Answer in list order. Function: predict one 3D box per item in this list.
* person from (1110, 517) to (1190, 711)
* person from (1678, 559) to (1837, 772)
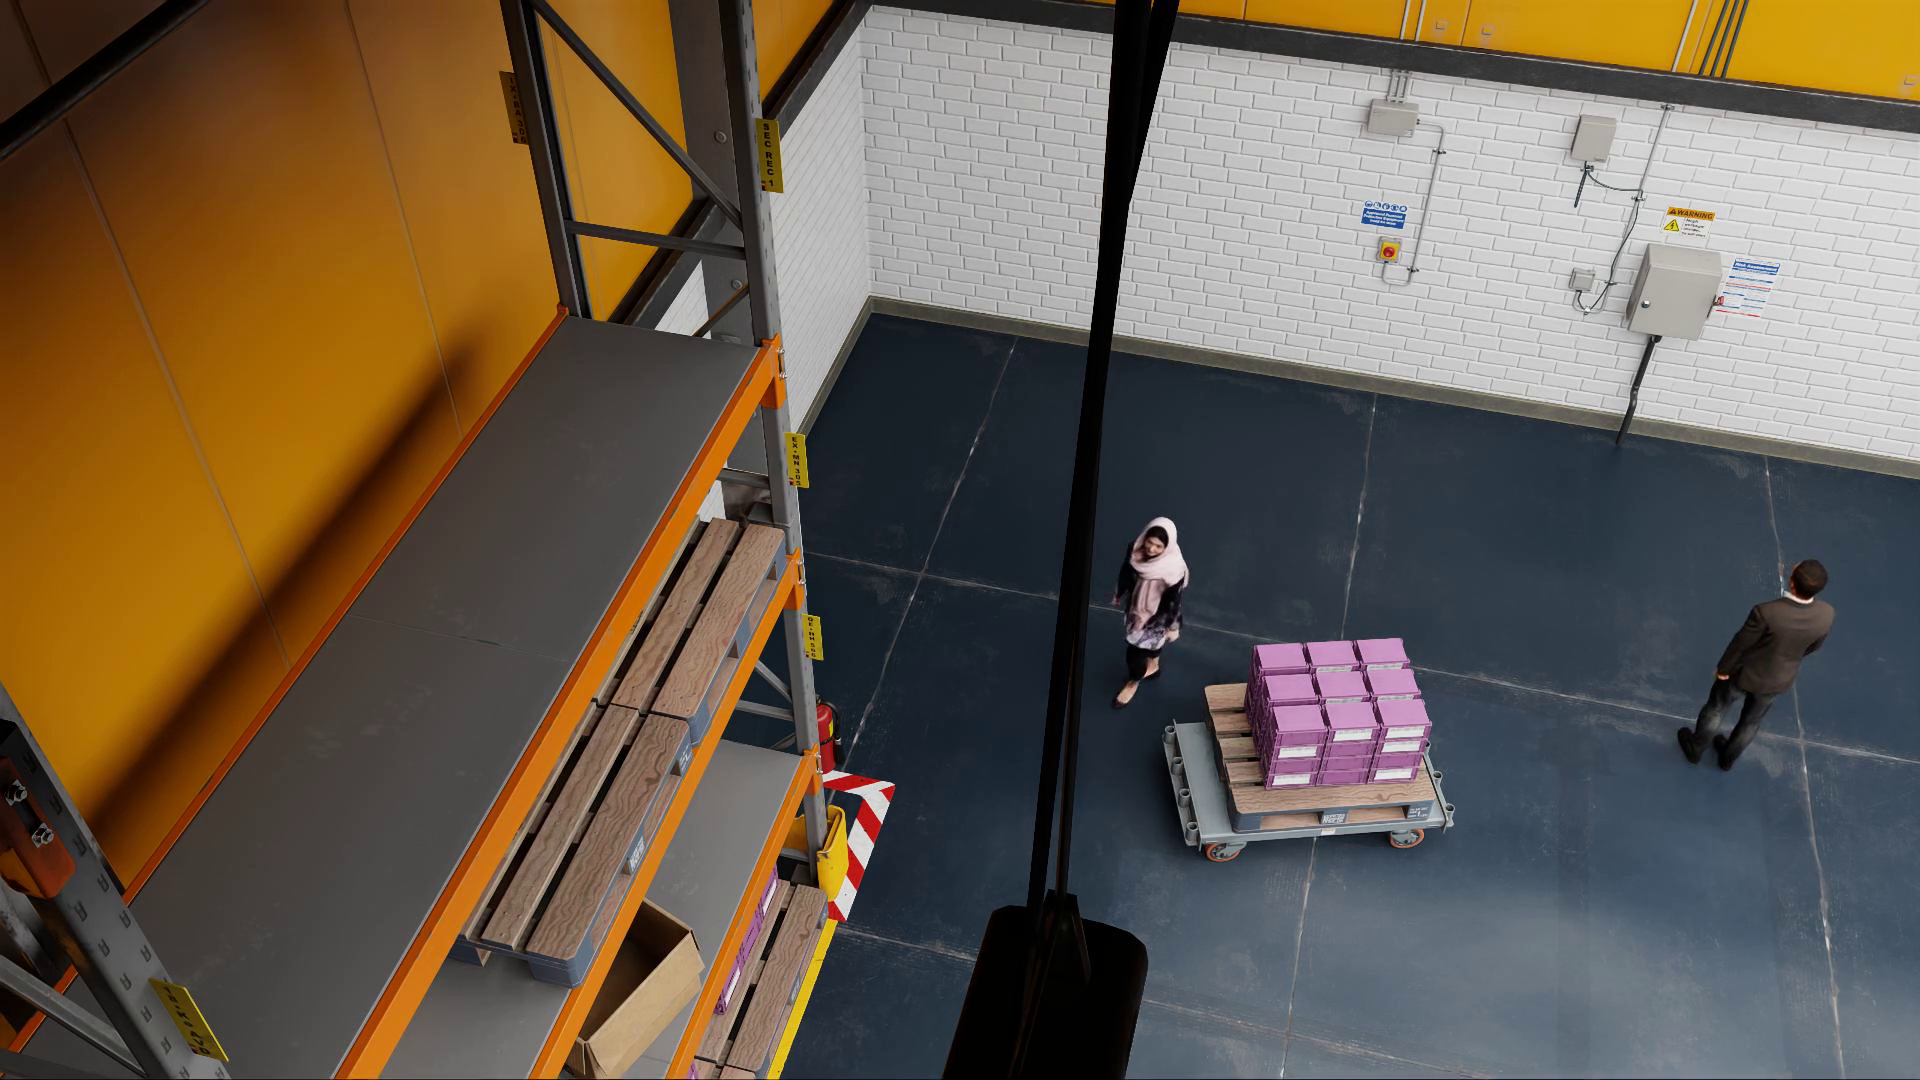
[{"bbox_3d":[1.291,0.424,10.663,0.900,1.615,0.844,-22,48,-21],"label":"person"},{"bbox_3d":[4.913,0.810,10.123,0.754,1.801,0.689,3,44,3],"label":"person"}]
